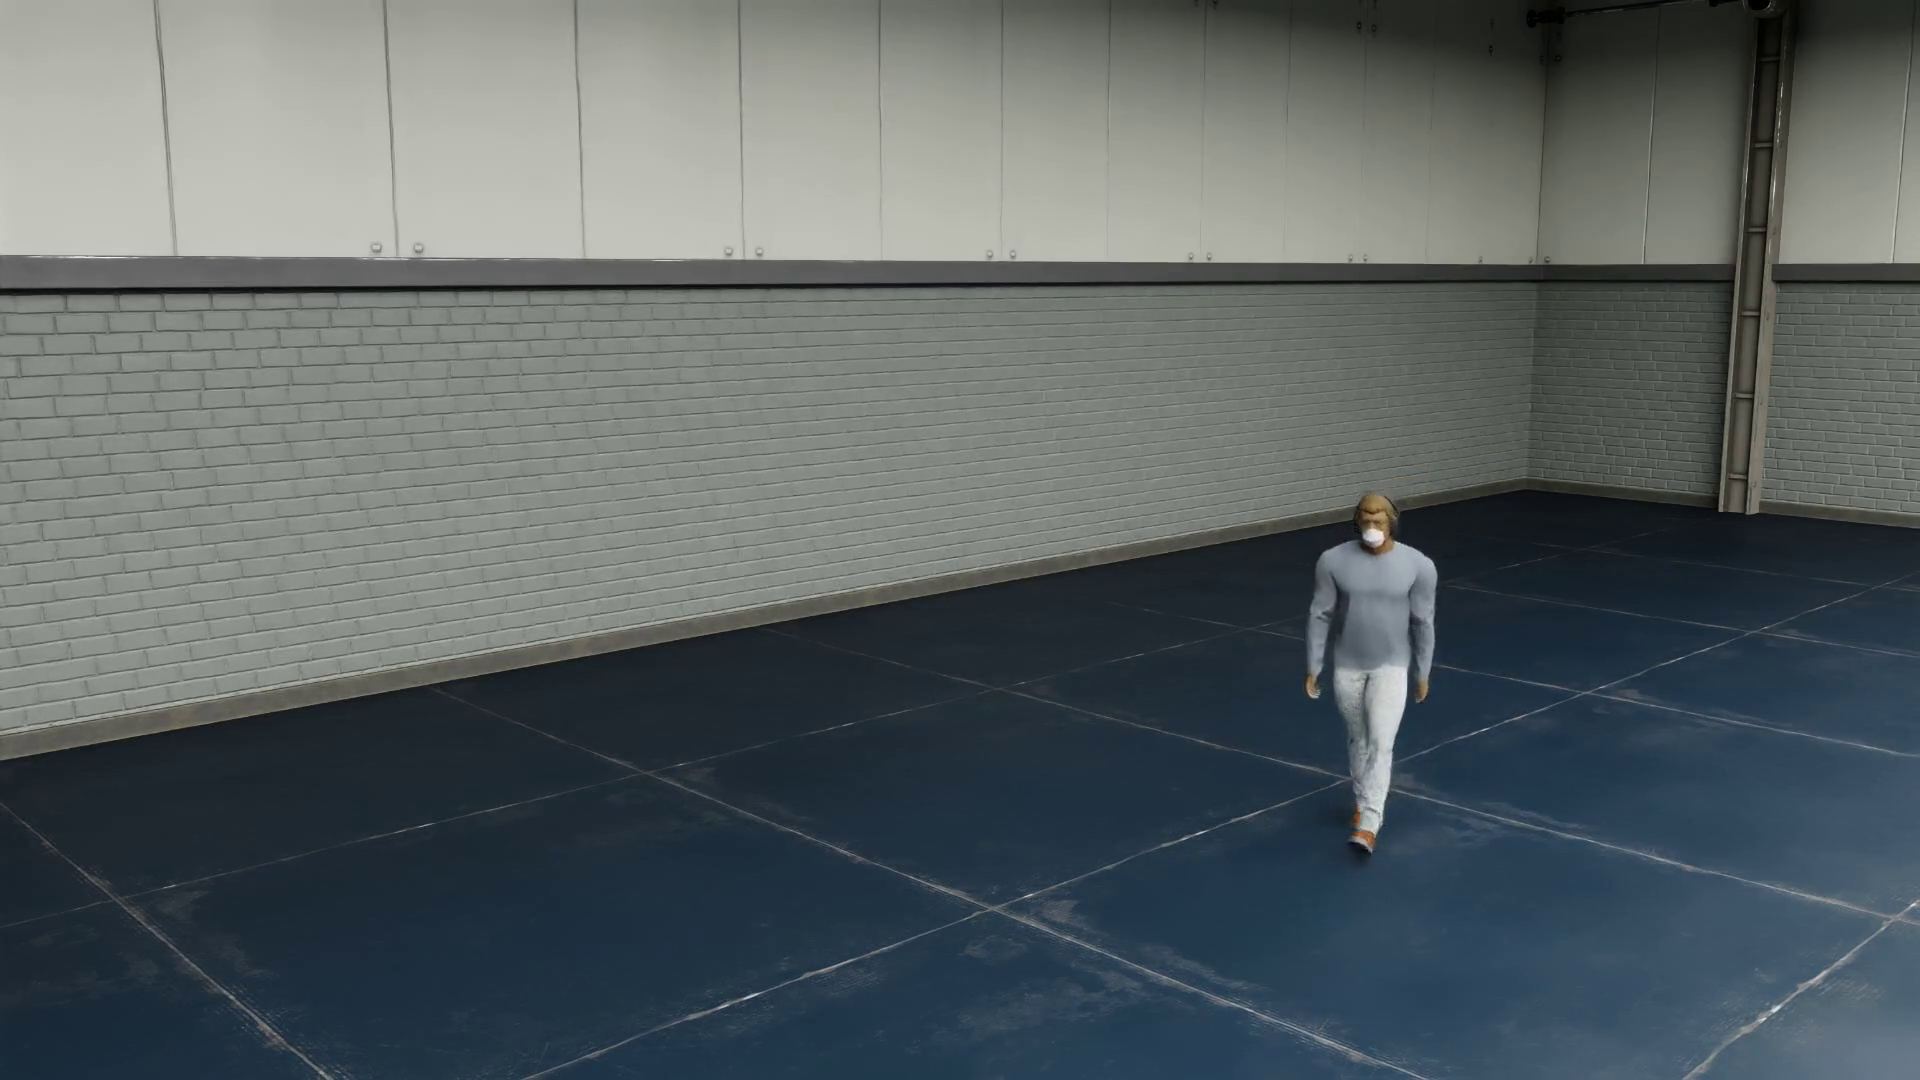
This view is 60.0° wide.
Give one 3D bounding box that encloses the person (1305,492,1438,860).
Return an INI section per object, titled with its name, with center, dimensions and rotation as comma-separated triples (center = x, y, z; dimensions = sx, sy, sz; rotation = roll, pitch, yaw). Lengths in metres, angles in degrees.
[person]
center = 2.134, 0.694, 8.735
dimensions = 0.643, 1.882, 1.042
rotation = 4, 10, 26
